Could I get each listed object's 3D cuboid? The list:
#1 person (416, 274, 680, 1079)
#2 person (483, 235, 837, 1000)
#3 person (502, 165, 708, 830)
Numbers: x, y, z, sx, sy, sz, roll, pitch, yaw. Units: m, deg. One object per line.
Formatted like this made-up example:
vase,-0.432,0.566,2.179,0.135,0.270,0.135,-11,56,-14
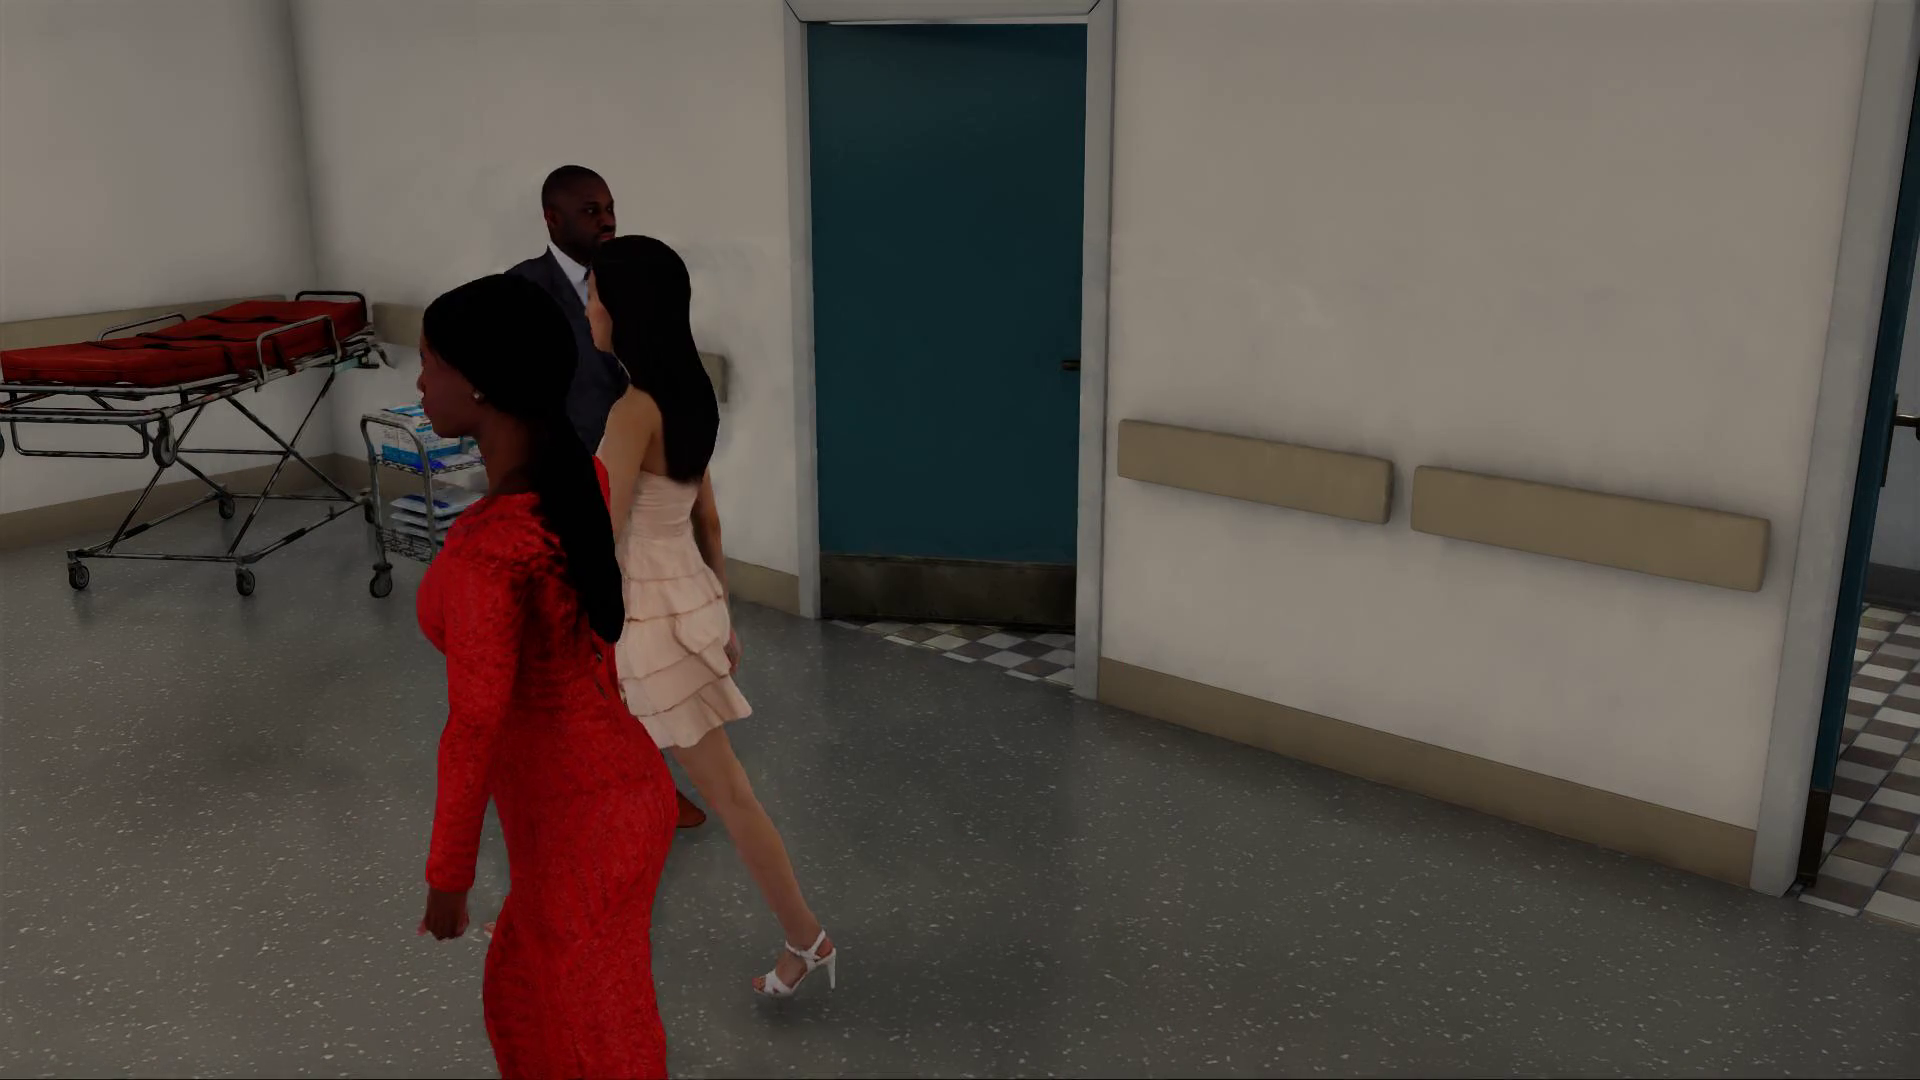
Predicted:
person,-0.509,0.489,2.569,0.874,1.766,0.810,2,16,6
person,-0.535,0.253,3.556,1.122,1.684,0.957,2,16,6
person,-1.127,-0.129,4.692,1.014,1.801,0.851,7,17,23
